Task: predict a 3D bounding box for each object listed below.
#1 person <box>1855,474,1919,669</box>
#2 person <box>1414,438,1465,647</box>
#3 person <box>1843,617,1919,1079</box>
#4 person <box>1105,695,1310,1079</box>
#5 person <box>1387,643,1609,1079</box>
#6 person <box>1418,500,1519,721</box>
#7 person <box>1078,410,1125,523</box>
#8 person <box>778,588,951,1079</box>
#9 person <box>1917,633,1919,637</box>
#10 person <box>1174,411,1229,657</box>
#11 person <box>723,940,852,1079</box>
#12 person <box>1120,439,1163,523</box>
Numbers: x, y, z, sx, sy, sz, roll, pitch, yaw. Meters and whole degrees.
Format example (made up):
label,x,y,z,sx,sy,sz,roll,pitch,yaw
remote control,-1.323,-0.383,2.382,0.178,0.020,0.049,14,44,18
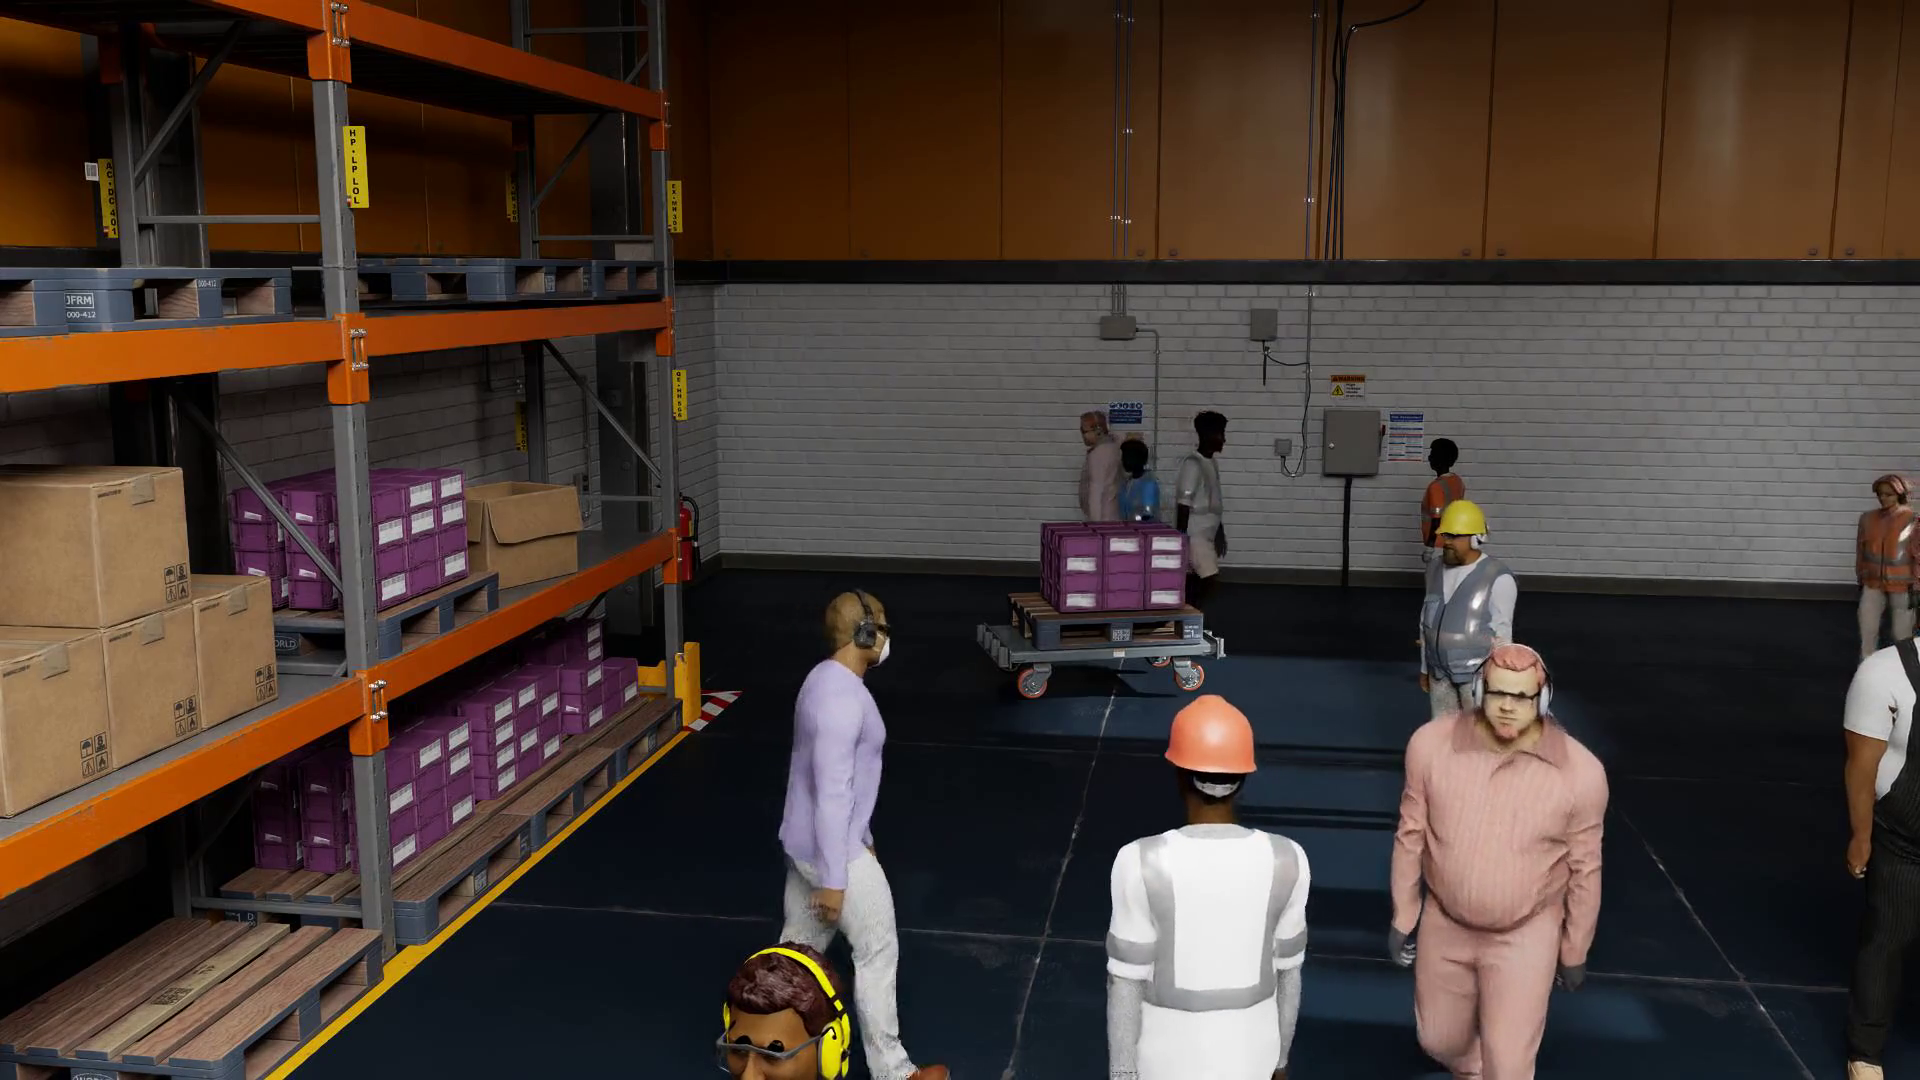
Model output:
label,x,y,z,sx,sy,sz,roll,pitch,yaw
person,6.622,0.325,11.779,0.586,1.616,0.522,-6,11,-33
person,3.869,0.028,13.379,0.321,1.697,0.529,7,11,35
person,3.567,1.056,5.981,0.689,2.000,0.538,1,9,6
person,0.650,1.366,4.430,0.556,1.917,0.431,-1,9,-7
person,1.732,1.230,5.388,0.643,1.882,0.733,5,11,29
person,2.692,0.686,8.939,0.404,1.825,0.592,-6,11,-32
person,1.307,-0.190,14.263,0.915,1.857,0.700,3,10,18
person,-0.396,1.124,6.014,0.820,1.892,0.661,-3,10,-16
person,7.442,0.141,12.339,0.430,1.814,0.603,0,9,2
person,1.878,-0.046,13.053,0.471,1.946,0.623,3,10,19
person,-0.310,1.626,3.012,0.510,1.867,0.329,3,10,17
person,1.430,0.018,13.481,0.603,1.664,0.556,-4,10,-21
